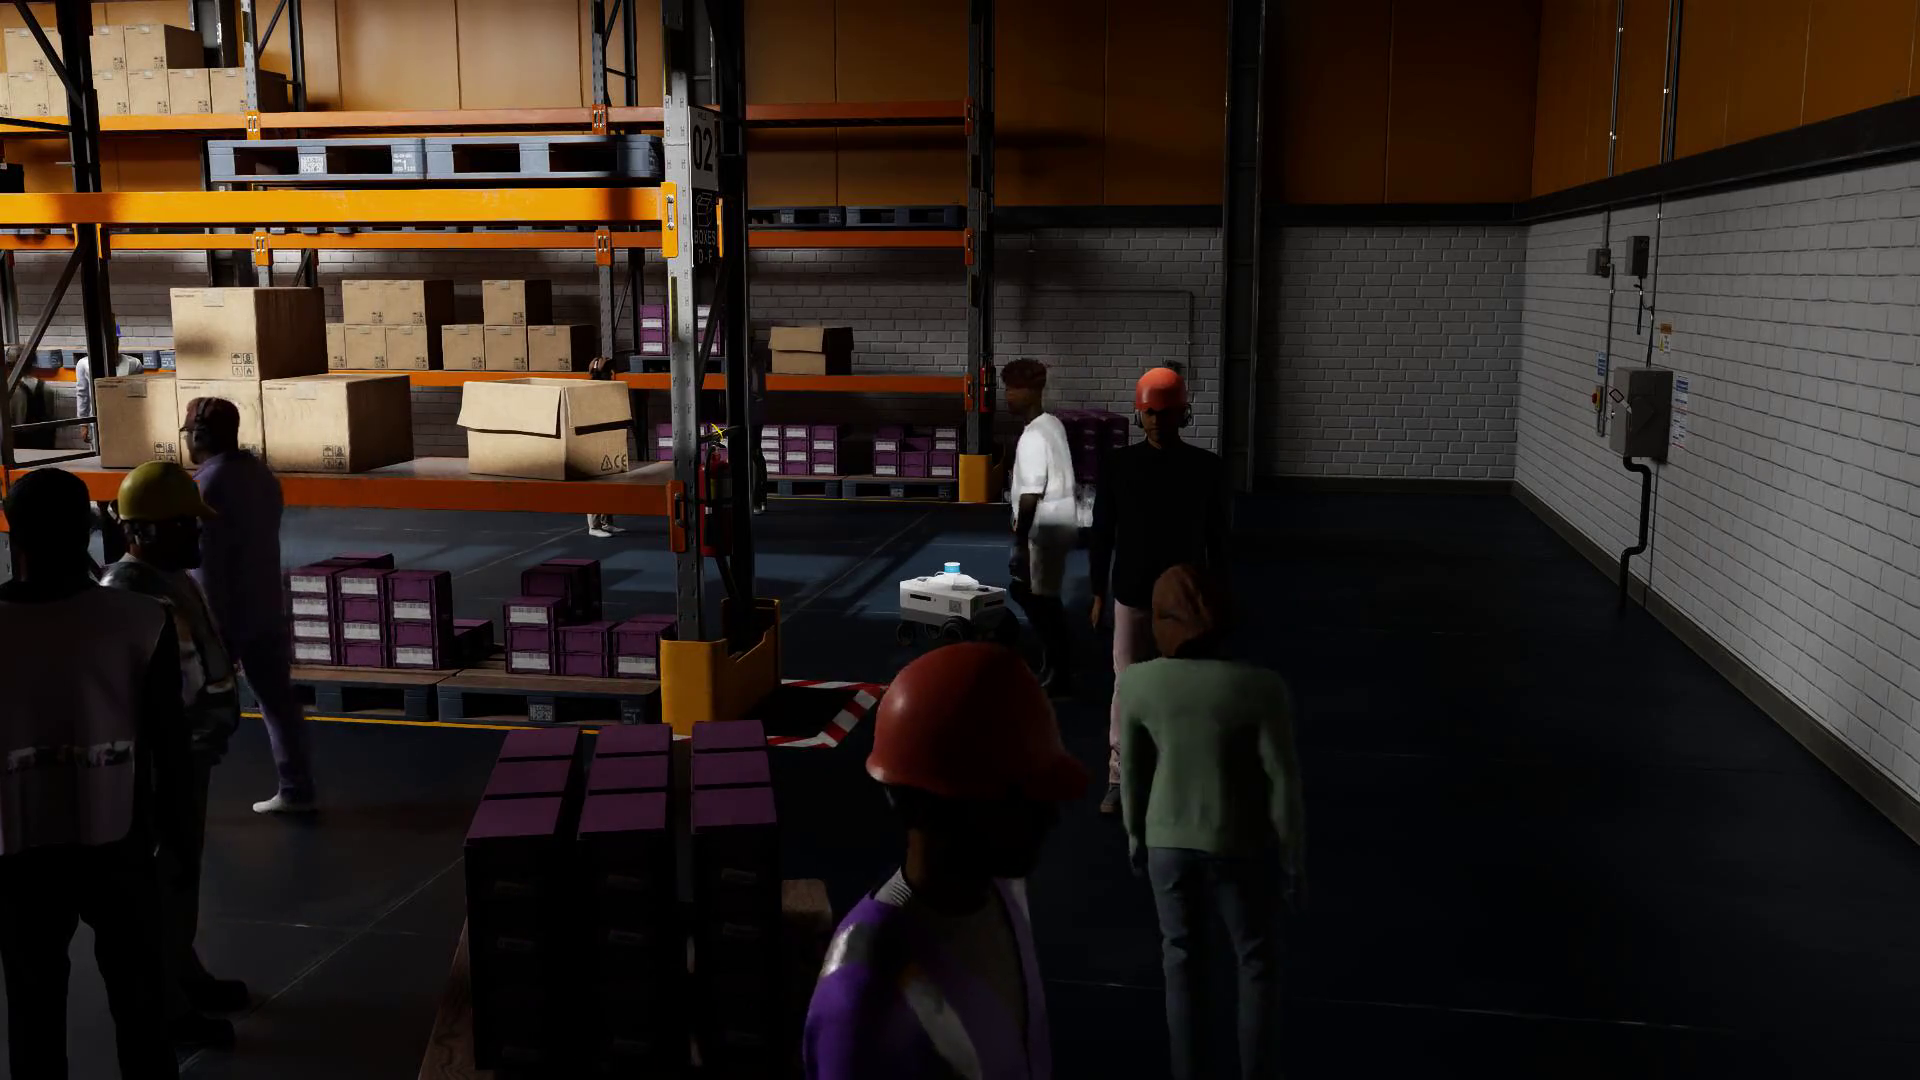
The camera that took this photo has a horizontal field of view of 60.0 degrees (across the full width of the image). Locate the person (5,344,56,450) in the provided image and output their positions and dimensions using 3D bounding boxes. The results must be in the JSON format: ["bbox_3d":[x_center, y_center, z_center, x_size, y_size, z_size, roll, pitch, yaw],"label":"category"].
[{"bbox_3d":[-7.689,-0.701,13.732,0.647,1.811,0.526,5,10,28],"label":"person"}]

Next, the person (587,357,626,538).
[{"bbox_3d":[-3.265,-0.848,15.189,0.308,1.640,0.511,2,9,13],"label":"person"}]

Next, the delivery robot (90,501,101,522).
[{"bbox_3d":[-7.793,-0.379,15.344,0.707,0.478,0.477,-1,9,-6],"label":"delivery robot"}]

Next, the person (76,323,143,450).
[{"bbox_3d":[-8.145,-1.135,16.003,0.614,1.950,0.375,-7,11,-35],"label":"person"}]

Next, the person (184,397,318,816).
[{"bbox_3d":[-3.283,0.316,7.257,0.904,1.867,0.662,1,9,8],"label":"person"}]

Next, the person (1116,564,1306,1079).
[{"bbox_3d":[0.720,0.867,4.651,0.607,1.608,0.304,4,10,24],"label":"person"}]

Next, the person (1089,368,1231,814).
[{"bbox_3d":[0.878,0.236,7.356,0.622,1.993,0.383,1,9,9],"label":"person"}]

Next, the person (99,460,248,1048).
[{"bbox_3d":[-2.477,0.660,5.238,0.404,1.829,0.600,-2,9,-13],"label":"person"}]

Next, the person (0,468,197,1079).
[{"bbox_3d":[-2.289,0.774,4.283,0.591,1.912,0.383,-3,10,-18],"label":"person"}]

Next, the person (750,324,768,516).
[{"bbox_3d":[-2.109,-1.199,16.476,0.382,1.924,0.594,1,9,8],"label":"person"}]

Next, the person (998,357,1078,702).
[{"bbox_3d":[0.447,-0.046,9.245,0.434,1.944,0.625,1,9,9],"label":"person"}]

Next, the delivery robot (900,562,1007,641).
[{"bbox_3d":[-0.050,0.386,10.593,0.707,0.478,0.477,8,12,41],"label":"delivery robot"}]

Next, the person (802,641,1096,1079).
[{"bbox_3d":[-0.074,1.073,2.397,0.650,1.924,0.564,3,10,19],"label":"person"}]
